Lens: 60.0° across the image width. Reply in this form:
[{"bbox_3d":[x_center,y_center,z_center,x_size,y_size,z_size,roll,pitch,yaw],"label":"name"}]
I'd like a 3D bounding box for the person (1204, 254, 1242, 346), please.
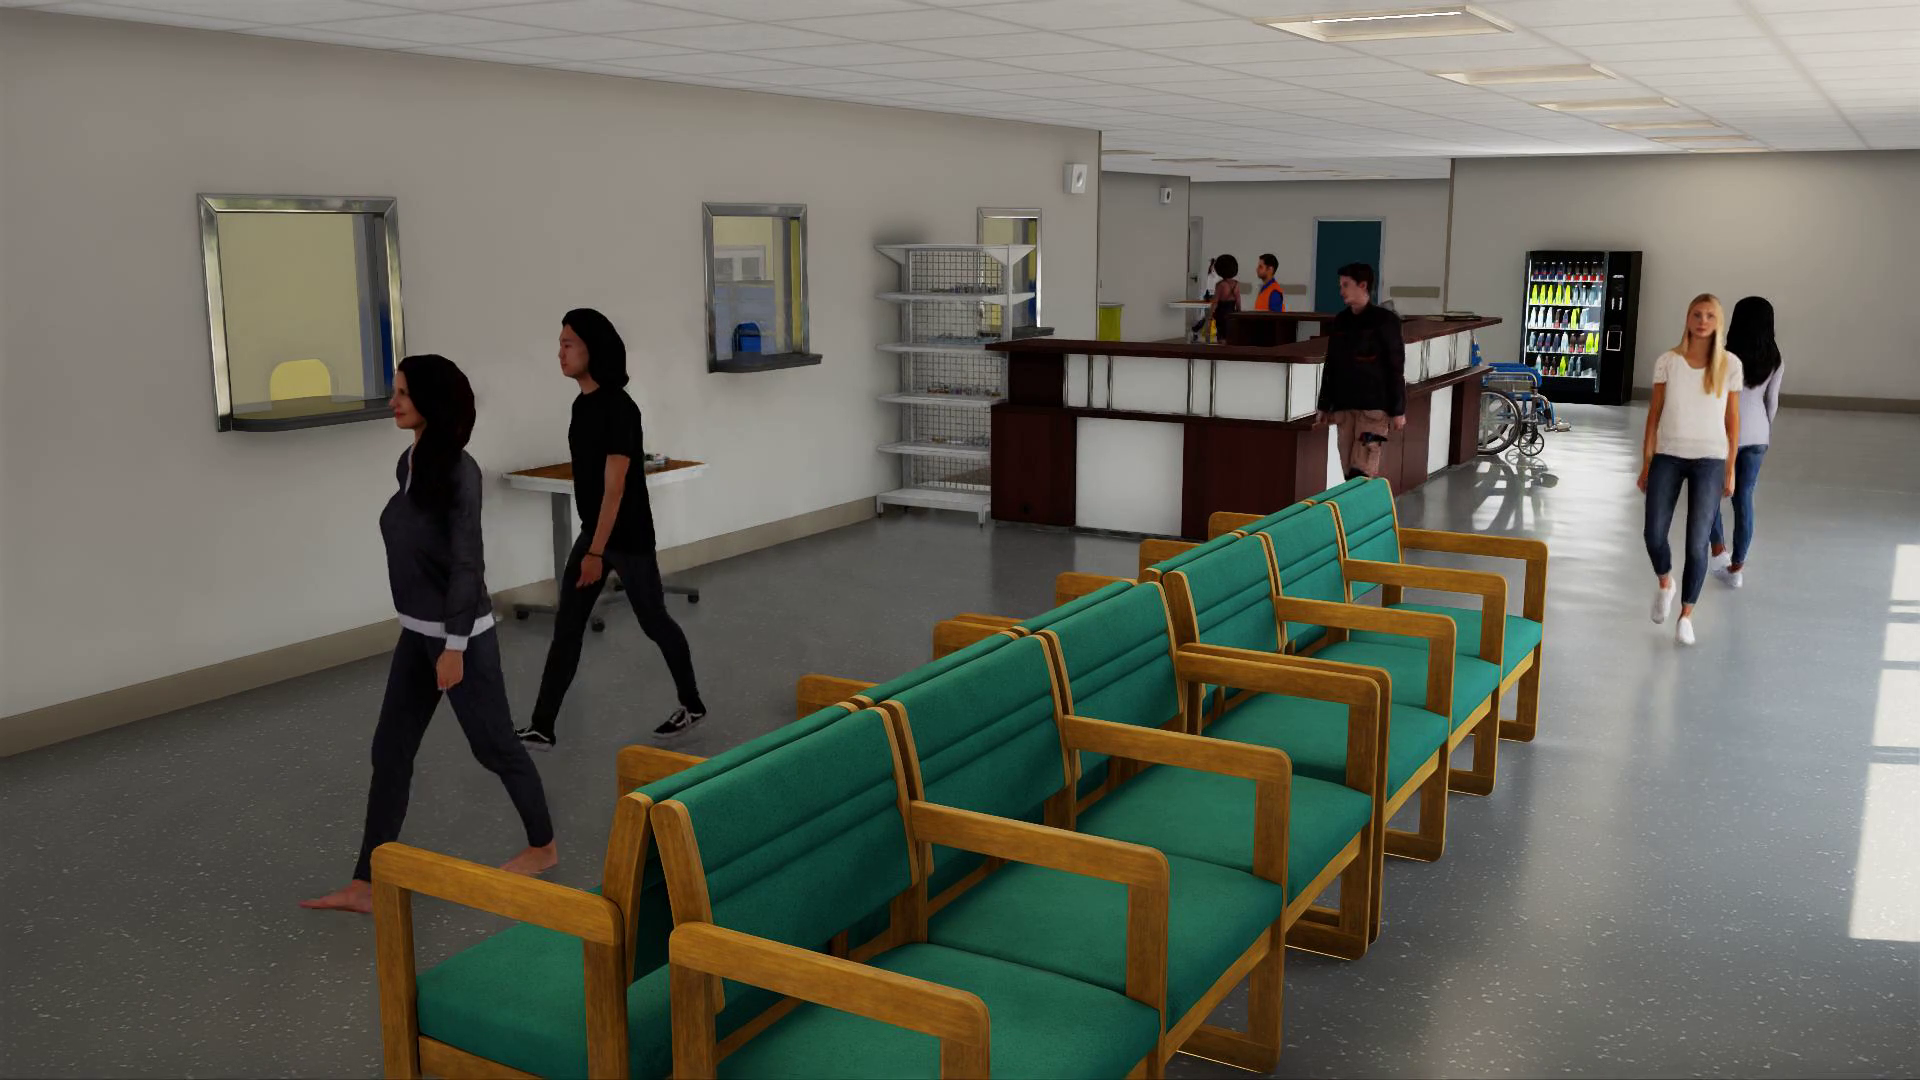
[{"bbox_3d":[3.363,-2.609,20.610,0.851,1.736,1.150,-8,14,-37],"label":"person"}]

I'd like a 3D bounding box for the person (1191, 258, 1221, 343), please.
[{"bbox_3d":[4.525,-4.325,30.183,0.690,1.539,1.024,-10,15,-43],"label":"person"}]

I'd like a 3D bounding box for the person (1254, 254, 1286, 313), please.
[{"bbox_3d":[3.301,-2.004,17.244,1.345,1.804,1.071,1,11,5],"label":"person"}]

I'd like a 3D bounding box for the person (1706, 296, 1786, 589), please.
[{"bbox_3d":[4.667,-0.562,9.851,0.723,1.725,0.808,-1,11,-7],"label":"person"}]

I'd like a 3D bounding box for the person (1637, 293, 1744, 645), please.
[{"bbox_3d":[3.787,-0.370,8.646,0.657,1.798,0.712,5,12,23],"label":"person"}]

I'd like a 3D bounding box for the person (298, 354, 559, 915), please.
[{"bbox_3d":[-1.543,0.315,5.250,1.076,1.719,0.853,9,14,41],"label":"person"}]

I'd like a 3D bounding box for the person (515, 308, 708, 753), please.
[{"bbox_3d":[-1.315,-0.005,6.745,0.934,1.777,1.187,-10,14,-42],"label":"person"}]

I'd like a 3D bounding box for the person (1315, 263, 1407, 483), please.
[{"bbox_3d":[2.628,-0.797,10.611,0.873,1.904,0.747,-10,14,-41],"label":"person"}]
